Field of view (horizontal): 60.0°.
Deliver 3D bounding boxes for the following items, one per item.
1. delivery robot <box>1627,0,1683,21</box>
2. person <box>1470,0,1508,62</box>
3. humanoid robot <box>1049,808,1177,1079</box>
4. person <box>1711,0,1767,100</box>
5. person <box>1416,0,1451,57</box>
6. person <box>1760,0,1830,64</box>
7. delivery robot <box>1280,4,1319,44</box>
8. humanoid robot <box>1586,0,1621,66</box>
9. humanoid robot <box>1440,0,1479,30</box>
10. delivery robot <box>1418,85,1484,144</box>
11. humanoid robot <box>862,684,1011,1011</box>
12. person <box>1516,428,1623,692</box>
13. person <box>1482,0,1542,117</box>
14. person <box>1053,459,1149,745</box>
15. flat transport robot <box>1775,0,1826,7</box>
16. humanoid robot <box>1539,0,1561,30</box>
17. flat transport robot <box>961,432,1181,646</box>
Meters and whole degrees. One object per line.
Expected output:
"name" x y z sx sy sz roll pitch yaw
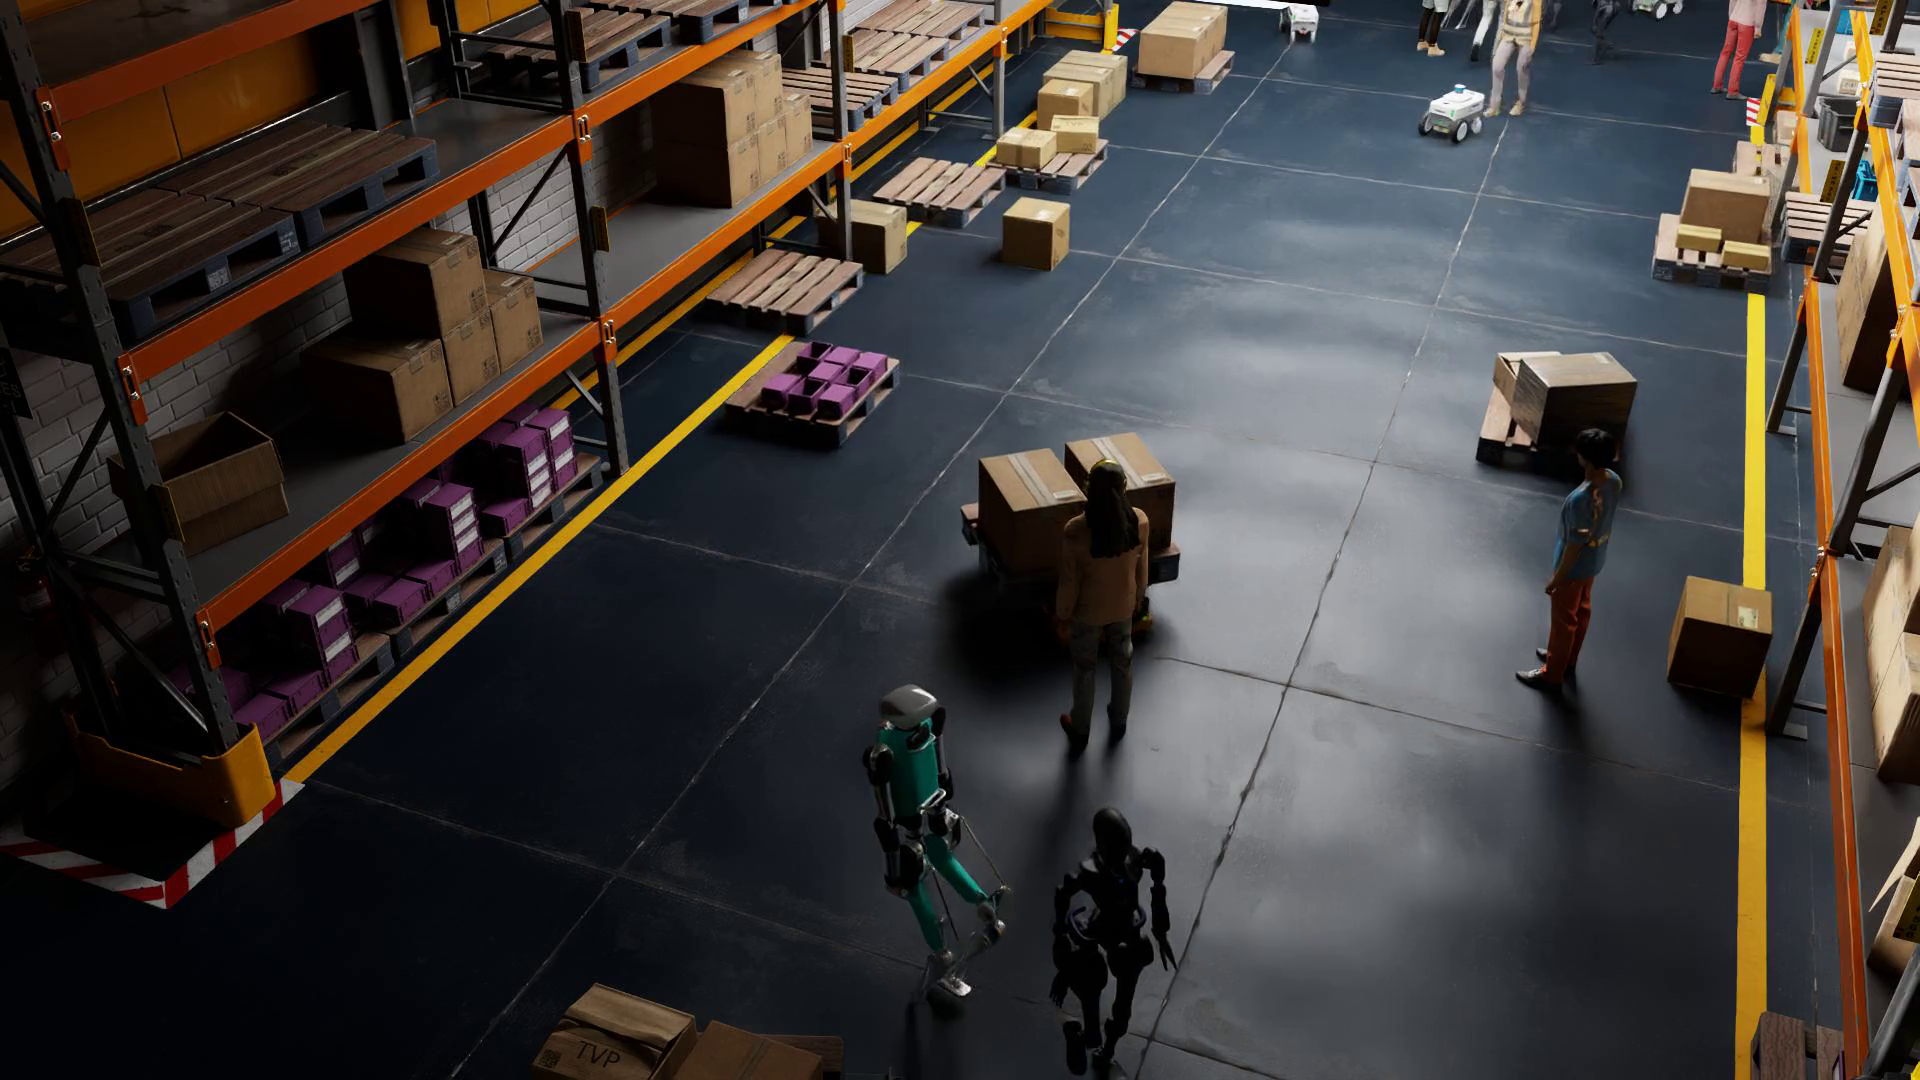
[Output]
"delivery robot" 9.664 -7.524 22.961 0.774 0.583 0.499 -20 38 -27
"person" 6.738 -6.872 20.739 0.539 1.882 0.668 22 39 30
"humanoid robot" 0.679 1.827 7.467 0.608 1.652 0.367 -13 35 -19
"person" 9.286 -6.115 19.675 0.312 1.769 0.523 -11 34 -16
"person" 6.104 -7.033 21.165 0.321 1.691 0.532 -11 34 -16
"person" 10.568 -6.811 20.677 0.577 1.846 0.799 -21 39 -29
"delivery robot" 4.533 -6.935 22.039 0.499 0.571 0.756 2 33 3
"humanoid robot" 8.143 -6.763 20.767 0.428 1.648 0.588 -1 33 -2
"humanoid robot" 6.748 -7.690 22.177 0.722 1.827 0.556 -19 37 -27
"delivery robot" 5.599 -4.833 18.812 0.519 0.598 0.769 28 42 36
"humanoid robot" -0.040 1.563 7.889 0.774 1.839 0.540 20 38 28
"person" 3.695 0.128 10.015 0.330 1.766 0.496 27 41 35
"person" 6.351 -5.713 19.075 0.757 1.728 0.515 -27 41 -35
"person" 0.815 0.375 9.533 0.555 1.877 0.406 -10 34 -15
"flat transport robot" 12.221 -7.900 23.818 1.431 0.231 0.659 -27 41 -35
"humanoid robot" 7.921 -7.636 22.104 0.603 1.643 0.313 13 35 19
"flat transport robot" 0.729 0.196 11.288 0.659 0.231 1.431 -10 34 -15
